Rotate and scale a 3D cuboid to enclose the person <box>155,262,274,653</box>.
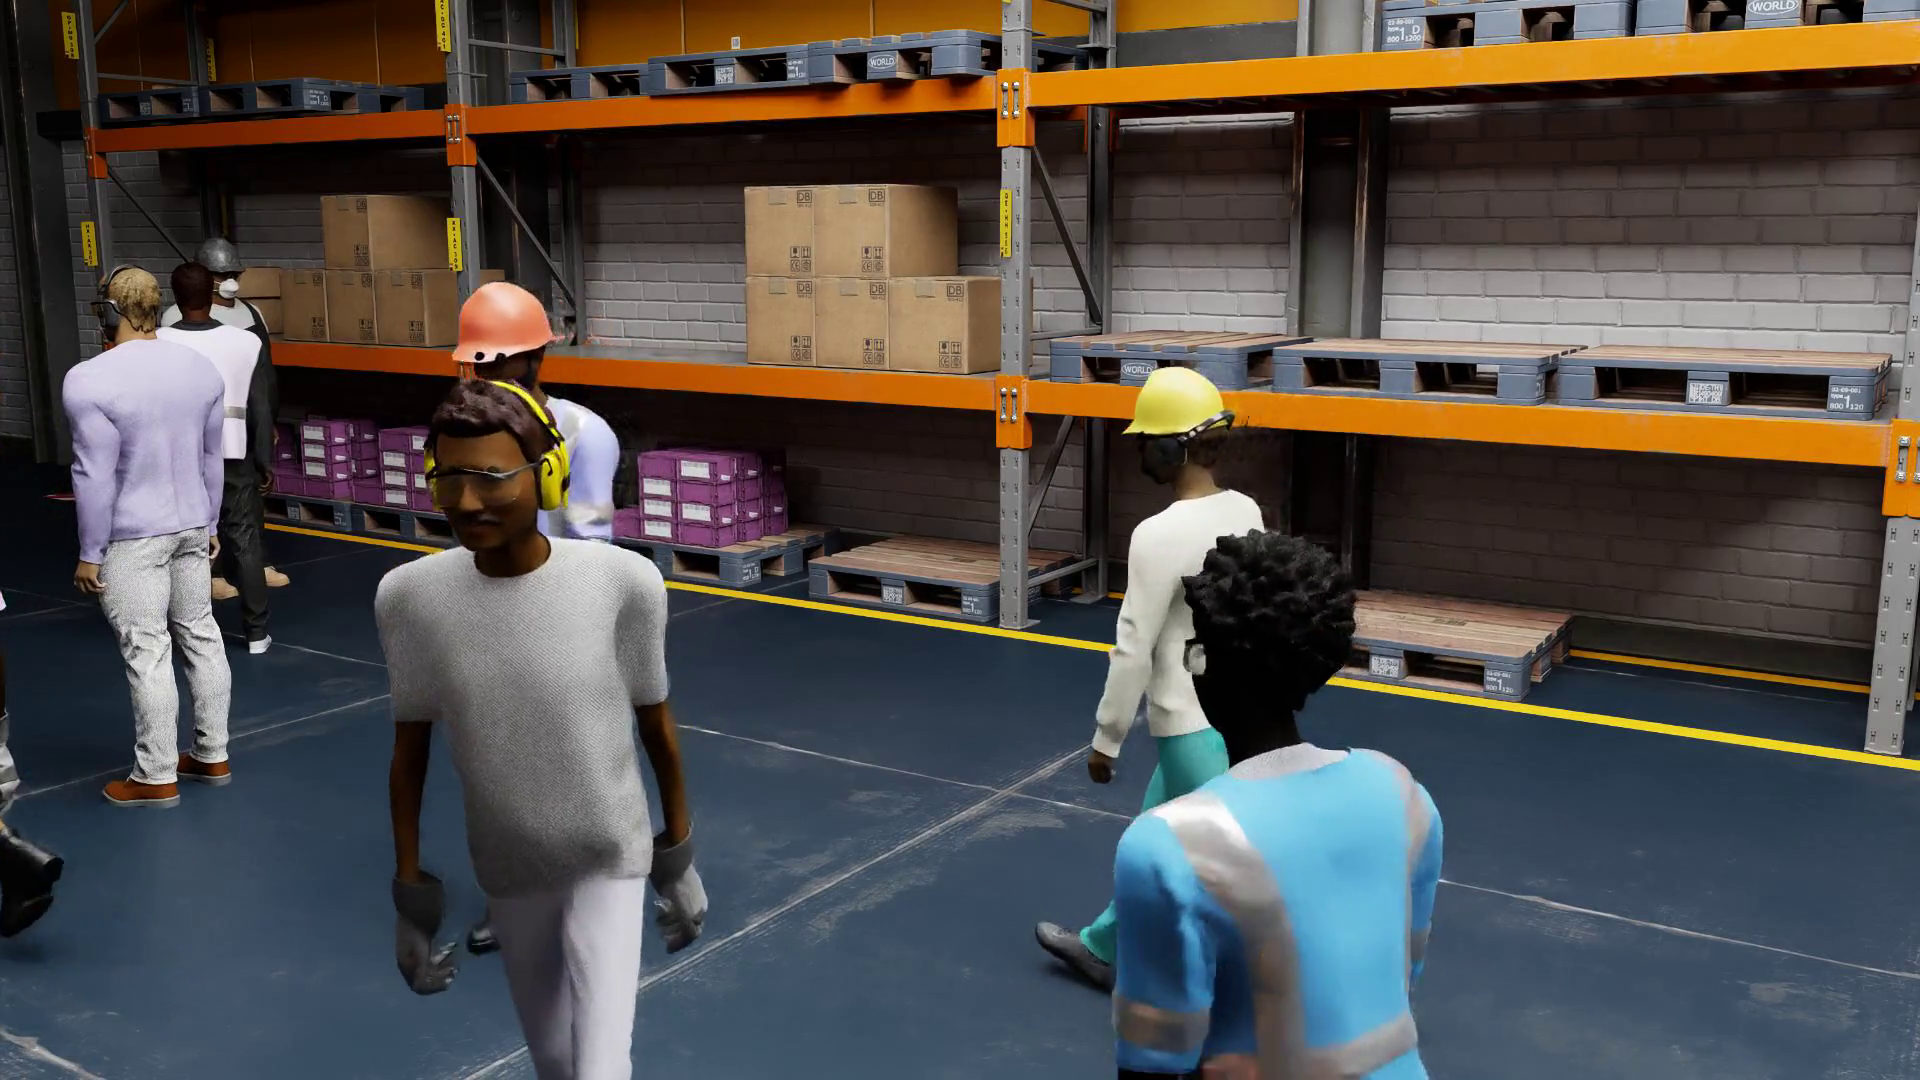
[{"bbox_3d":[-3.626,-0.372,8.036,0.597,1.915,0.370,-7,12,-33],"label":"person"}]

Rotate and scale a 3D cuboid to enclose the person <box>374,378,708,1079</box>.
[{"bbox_3d":[-0.744,0.606,2.956,0.530,1.798,0.968,1,10,3],"label":"person"}]

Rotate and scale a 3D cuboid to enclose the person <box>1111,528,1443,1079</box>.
[{"bbox_3d":[0.385,0.819,2.146,0.547,1.659,0.563,-9,14,-42],"label":"person"}]

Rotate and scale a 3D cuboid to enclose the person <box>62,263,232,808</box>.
[{"bbox_3d":[-2.900,-0.009,5.963,0.372,1.940,0.631,4,11,20],"label":"person"}]

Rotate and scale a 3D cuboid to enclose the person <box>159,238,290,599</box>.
[{"bbox_3d":[-4.146,-0.698,9.499,0.538,2.000,0.689,5,11,24],"label":"person"}]

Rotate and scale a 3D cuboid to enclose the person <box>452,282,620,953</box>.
[{"bbox_3d":[-1.188,0.244,4.670,0.545,1.909,0.606,3,11,18],"label":"person"}]

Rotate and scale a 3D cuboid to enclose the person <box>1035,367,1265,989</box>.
[{"bbox_3d":[0.542,0.428,4.157,0.915,1.704,0.540,8,13,37],"label":"person"}]

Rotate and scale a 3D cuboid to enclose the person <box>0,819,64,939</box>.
[{"bbox_3d":[-2.902,0.265,4.492,0.640,1.923,0.560,1,10,4],"label":"person"}]
